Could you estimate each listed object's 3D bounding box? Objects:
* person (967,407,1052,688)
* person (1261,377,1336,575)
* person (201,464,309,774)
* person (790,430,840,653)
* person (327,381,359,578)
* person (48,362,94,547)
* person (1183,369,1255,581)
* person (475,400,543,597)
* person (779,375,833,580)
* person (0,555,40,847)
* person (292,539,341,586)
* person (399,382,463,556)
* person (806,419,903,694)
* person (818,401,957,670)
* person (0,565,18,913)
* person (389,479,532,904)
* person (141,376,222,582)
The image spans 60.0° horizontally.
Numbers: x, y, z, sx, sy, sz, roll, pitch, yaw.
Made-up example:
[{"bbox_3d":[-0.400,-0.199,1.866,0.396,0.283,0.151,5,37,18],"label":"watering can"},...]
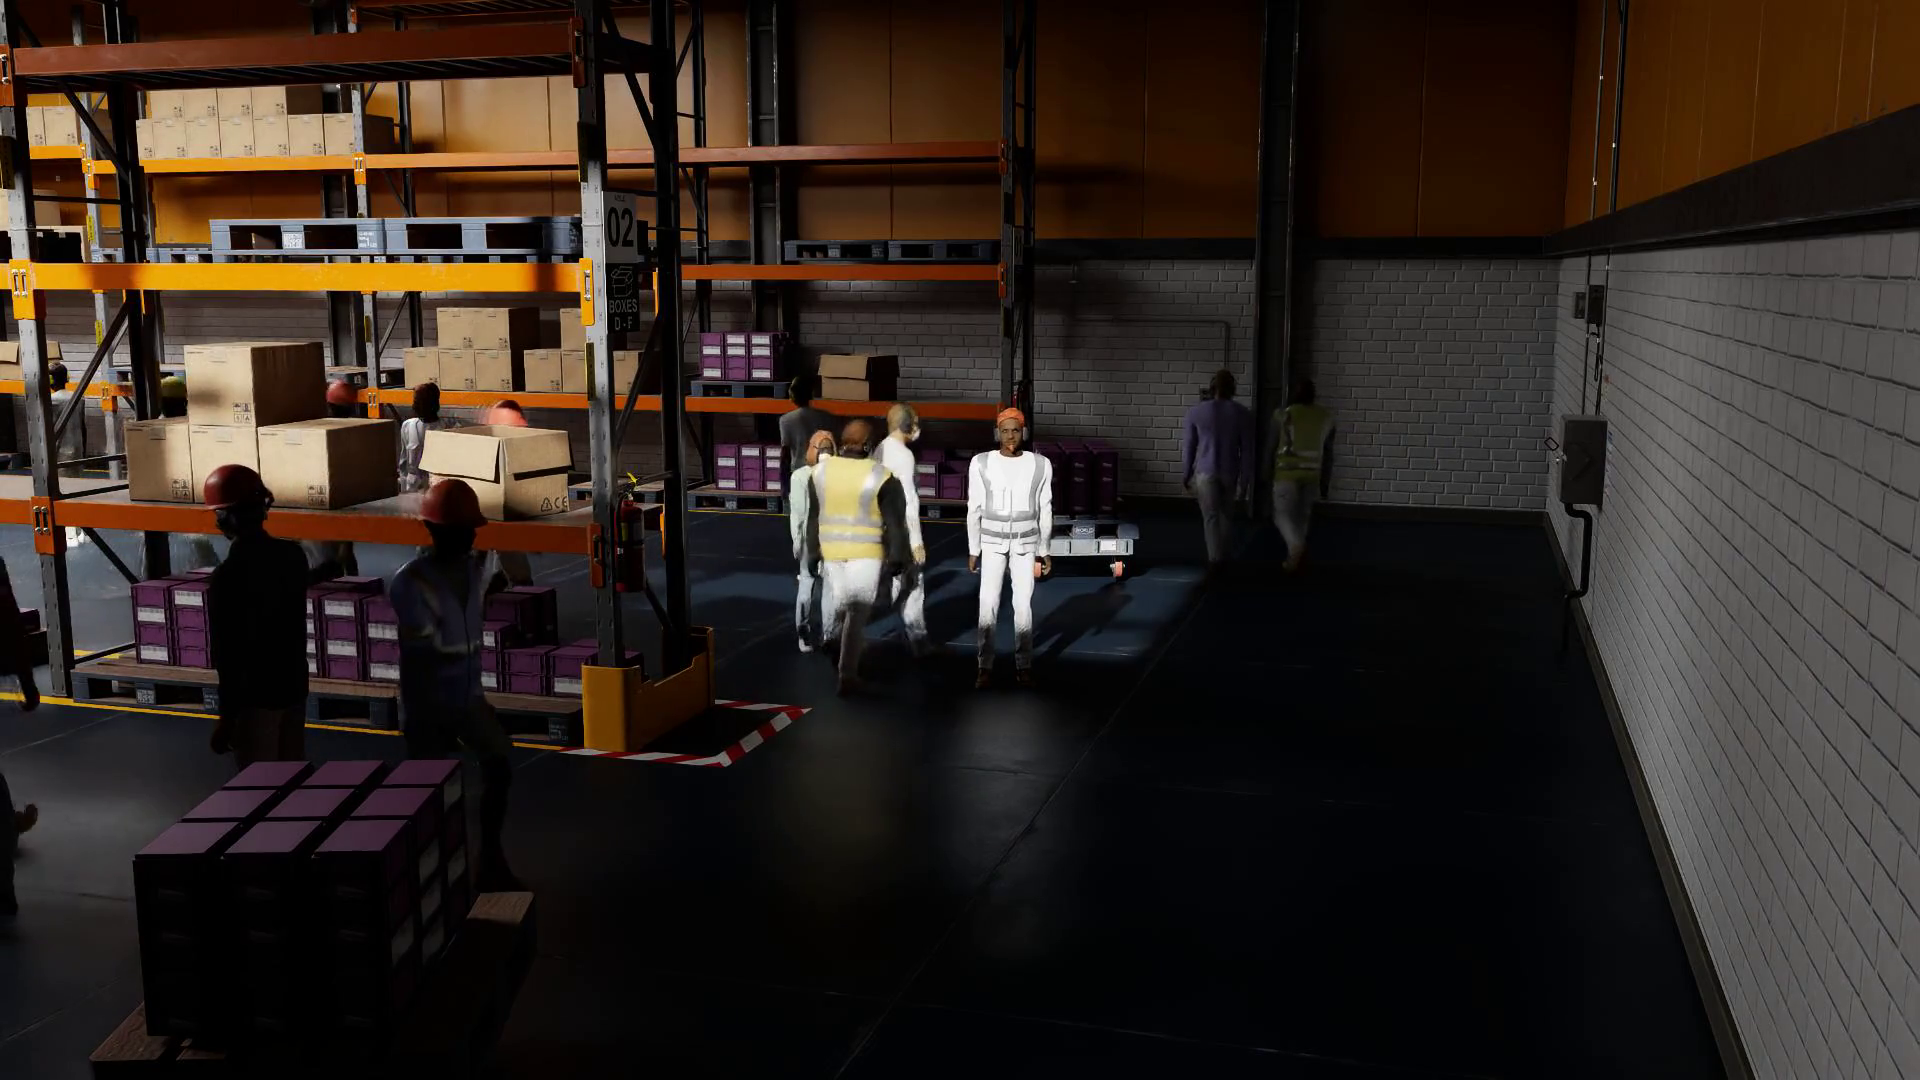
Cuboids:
[{"bbox_3d":[0.330,0.058,11.107,0.573,1.883,0.356,0,9,-2],"label":"person"},{"bbox_3d":[3.085,-0.550,15.046,0.668,1.816,0.728,-2,9,-10],"label":"person"},{"bbox_3d":[-2.993,0.664,7.096,0.391,1.986,0.609,1,9,8],"label":"person"},{"bbox_3d":[-1.006,0.006,12.181,0.507,1.631,0.276,-6,11,-34],"label":"person"},{"bbox_3d":[-5.119,-0.396,13.896,0.573,1.872,1.042,-8,12,-40],"label":"person"},{"bbox_3d":[-9.007,-0.858,16.751,0.326,1.865,0.519,3,10,17],"label":"person"},{"bbox_3d":[2.354,-0.594,15.065,0.621,1.900,0.988,0,9,-2],"label":"person"},{"bbox_3d":[-3.202,-0.056,11.804,0.977,1.890,0.558,3,10,15],"label":"person"},{"bbox_3d":[-1.349,-0.539,14.817,0.561,1.855,0.397,-4,10,-23],"label":"person"},{"bbox_3d":[-4.558,0.610,7.579,0.642,1.932,1.037,1,9,5],"label":"person"},{"bbox_3d":[-4.831,-0.091,12.740,0.914,1.633,0.535,4,10,25],"label":"person"},{"bbox_3d":[-4.299,-0.345,13.553,0.572,1.886,0.354,2,10,12],"label":"person"},{"bbox_3d":[-0.677,0.081,11.236,0.630,1.790,0.926,4,10,24],"label":"person"},{"bbox_3d":[-0.519,-0.012,11.521,0.915,1.904,0.651,-2,9,-11],"label":"person"},{"bbox_3d":[-4.290,0.702,7.006,0.374,1.941,0.627,2,10,12],"label":"person"},{"bbox_3d":[-2.150,0.688,7.169,0.660,1.909,0.541,5,10,27],"label":"person"},{"bbox_3d":[-6.555,-0.439,14.098,0.947,1.879,0.618,-2,9,-10],"label":"person"}]
